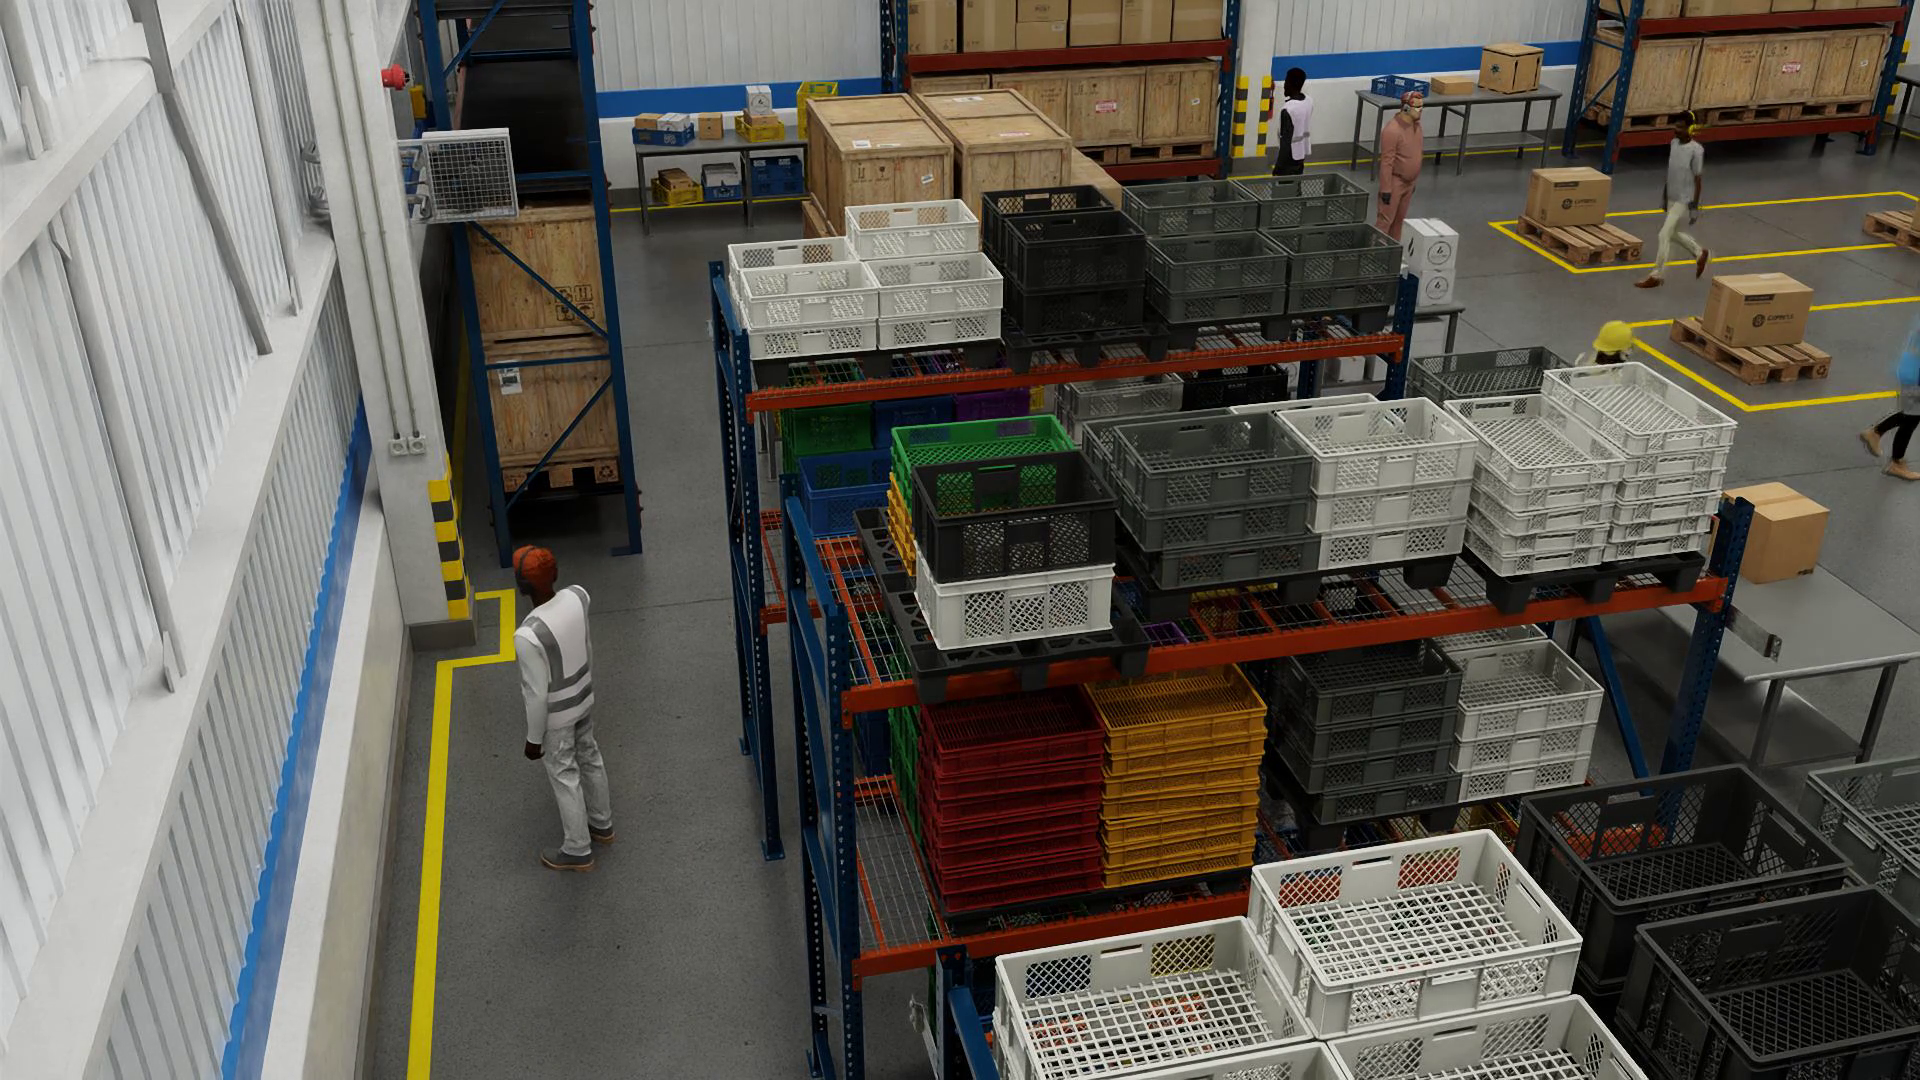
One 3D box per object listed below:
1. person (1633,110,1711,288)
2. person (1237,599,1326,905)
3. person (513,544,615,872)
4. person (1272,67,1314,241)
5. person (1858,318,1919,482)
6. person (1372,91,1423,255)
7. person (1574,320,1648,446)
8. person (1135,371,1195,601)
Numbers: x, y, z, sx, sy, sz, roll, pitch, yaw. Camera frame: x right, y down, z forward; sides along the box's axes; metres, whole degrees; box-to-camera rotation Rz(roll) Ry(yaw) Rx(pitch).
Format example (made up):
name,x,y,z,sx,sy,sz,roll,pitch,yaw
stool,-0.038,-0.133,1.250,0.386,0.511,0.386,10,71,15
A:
name,x,y,z,sx,sy,sz,roll,pitch,yaw
person,7.423,-3.480,16.964,0.812,1.842,0.547,-5,28,-9
person,1.633,1.050,8.265,0.627,1.931,0.399,-8,29,-16
person,-2.076,0.876,8.640,0.339,1.880,0.581,9,29,17
person,3.630,-4.196,18.222,0.391,1.920,0.587,18,33,30
person,7.446,-1.286,12.948,0.435,1.686,0.542,18,33,30
person,4.592,-3.721,17.349,0.400,1.901,0.644,24,36,38
person,4.473,-0.710,11.738,0.667,1.834,0.599,-14,31,-24
person,1.363,-0.283,10.882,0.429,1.844,0.626,-19,33,-31
